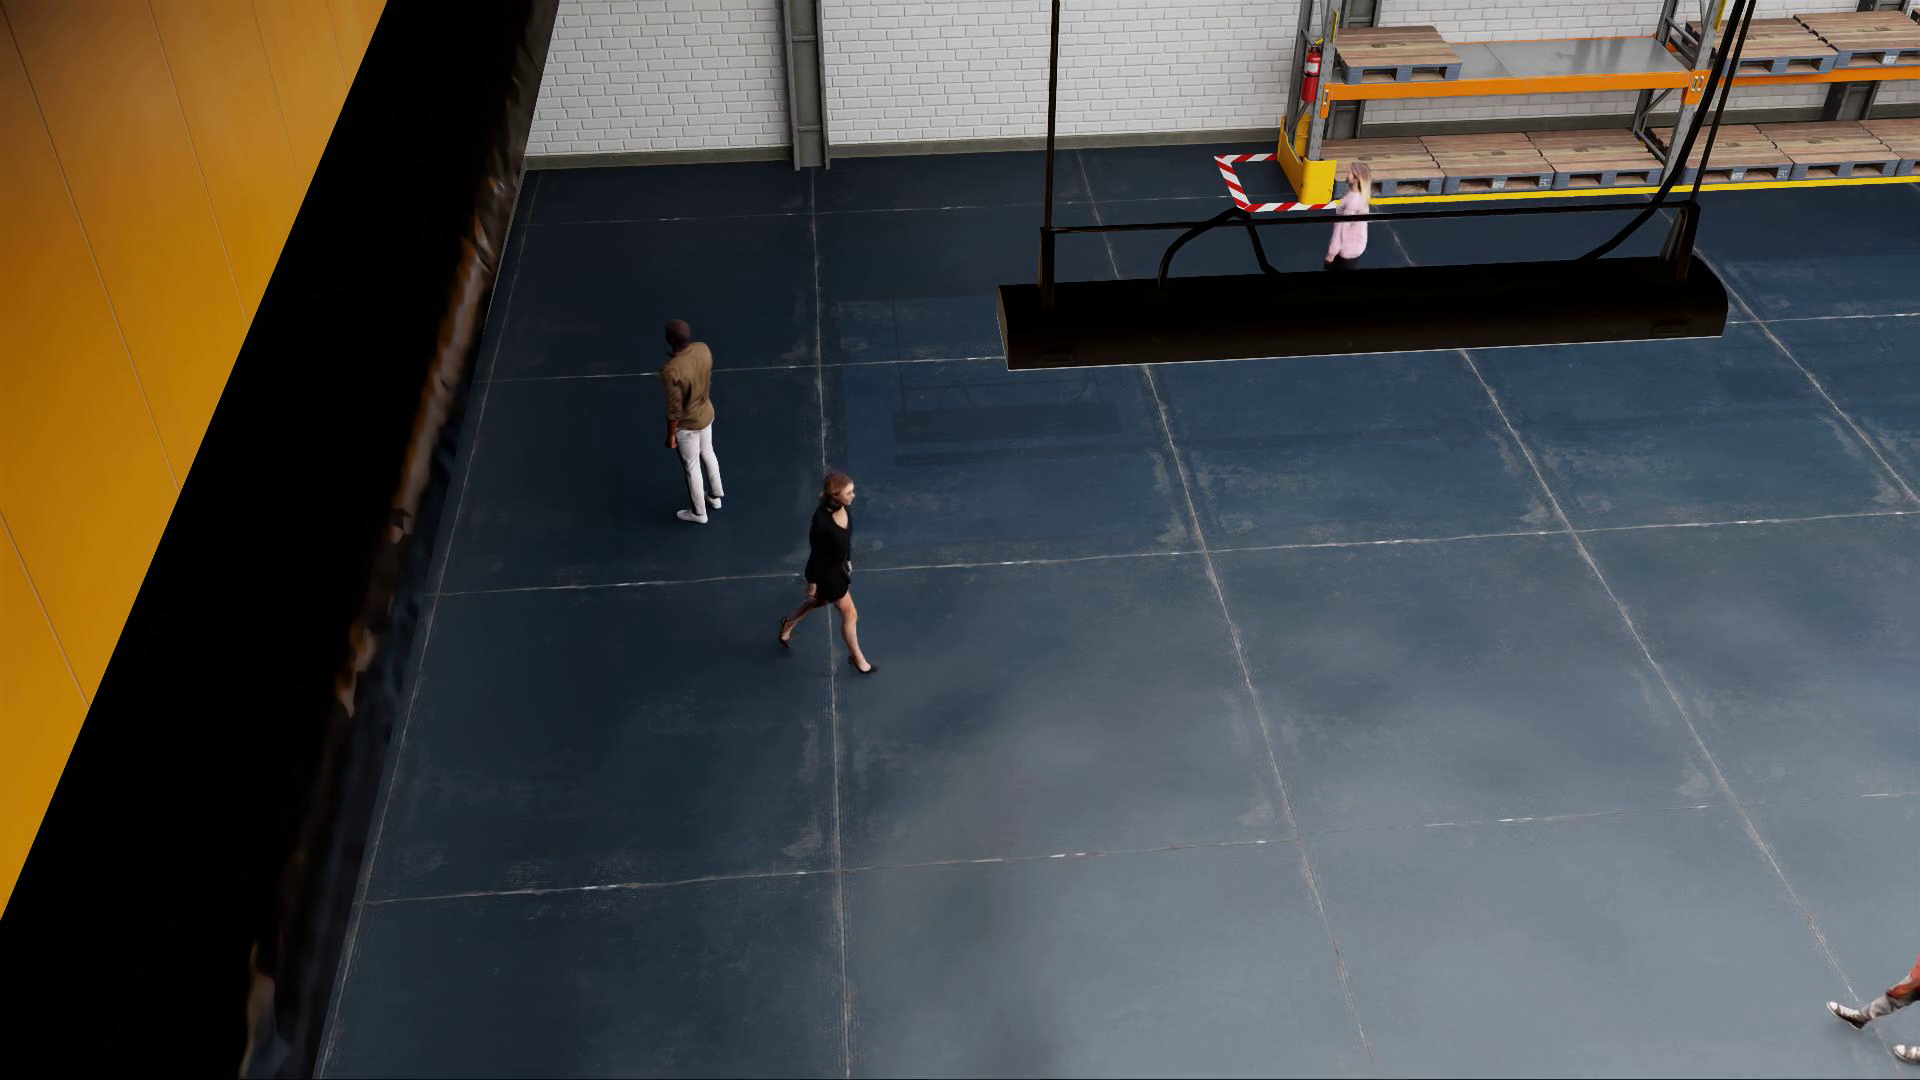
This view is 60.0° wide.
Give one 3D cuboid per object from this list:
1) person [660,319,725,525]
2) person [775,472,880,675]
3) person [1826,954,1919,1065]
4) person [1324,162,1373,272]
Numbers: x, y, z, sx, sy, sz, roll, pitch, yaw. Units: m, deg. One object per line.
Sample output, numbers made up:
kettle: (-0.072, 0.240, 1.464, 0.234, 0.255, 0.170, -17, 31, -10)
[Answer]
person: (-2.105, -0.942, 13.038, 0.806, 1.825, 0.803, 20, 43, 23)
person: (-0.977, 0.224, 11.660, 1.137, 1.723, 0.854, 15, 41, 18)
person: (5.462, 2.477, 9.193, 0.909, 1.281, 0.743, 17, 42, 20)
person: (3.675, -2.682, 15.339, 0.789, 1.673, 0.732, 12, 40, 15)
